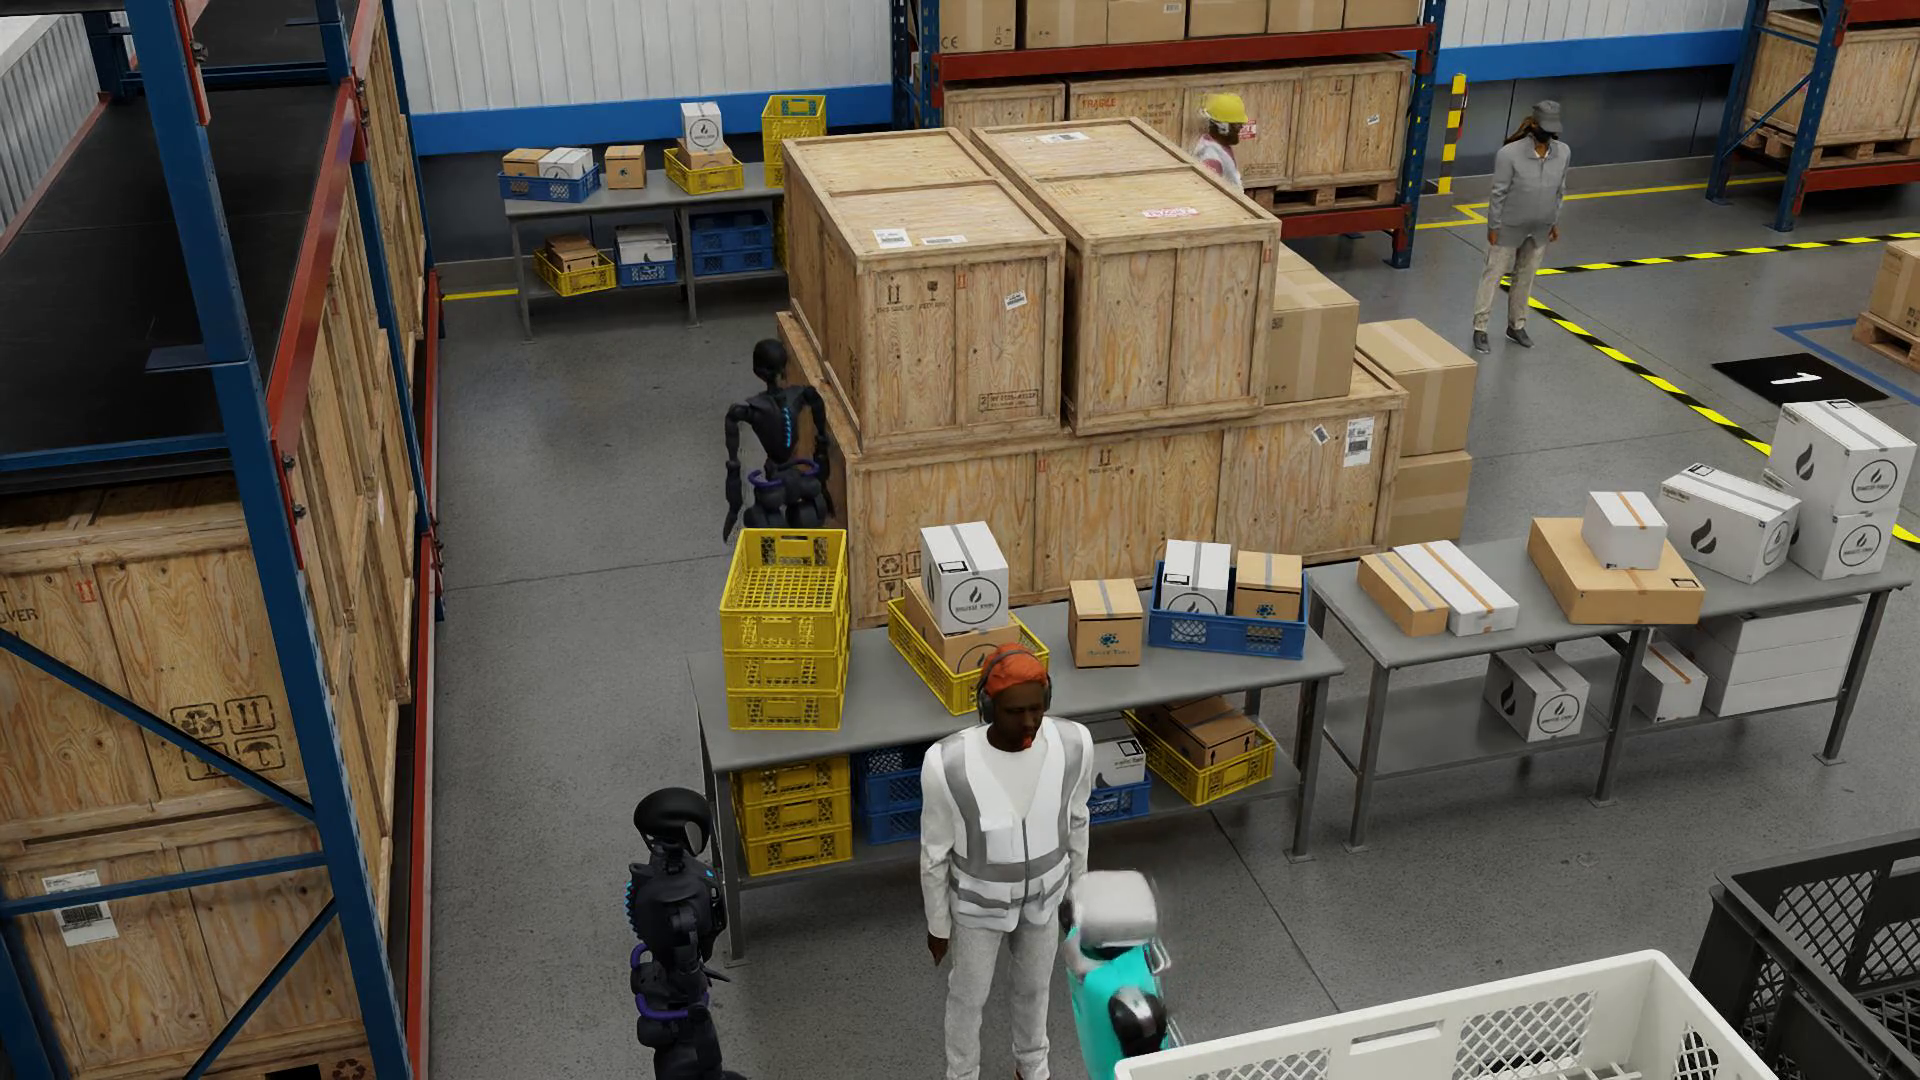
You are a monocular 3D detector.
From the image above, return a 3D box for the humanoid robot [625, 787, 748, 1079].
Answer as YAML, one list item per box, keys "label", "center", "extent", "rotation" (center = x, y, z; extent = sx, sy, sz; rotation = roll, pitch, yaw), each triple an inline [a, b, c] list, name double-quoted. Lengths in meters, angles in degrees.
- label: "humanoid robot"
  center: [-0.827, 1.434, 5.039]
  extent: [0.315, 1.657, 0.599]
  rotation: [-7, 30, -13]

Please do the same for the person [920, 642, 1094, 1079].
- label: "person"
  center: [0.154, 1.161, 5.335]
  extent: [0.573, 1.884, 0.356]
  rotation: [-10, 30, -18]

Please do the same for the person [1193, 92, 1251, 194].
- label: "person"
  center: [1.698, -2.209, 11.534]
  extent: [0.777, 1.804, 0.598]
  rotation: [5, 29, 9]

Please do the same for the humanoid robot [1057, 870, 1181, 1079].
- label: "humanoid robot"
  center: [0.705, 1.629, 4.685]
  extent: [0.926, 1.755, 0.538]
  rotation: [-8, 30, -14]

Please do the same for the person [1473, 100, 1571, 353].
- label: "person"
  center: [3.890, -2.173, 11.510]
  extent: [0.564, 1.763, 0.405]
  rotation: [-6, 29, -11]

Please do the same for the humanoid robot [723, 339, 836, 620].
- label: "humanoid robot"
  center: [-0.864, -0.208, 8.084]
  extent: [0.586, 1.632, 0.766]
  rotation: [-17, 33, -29]
